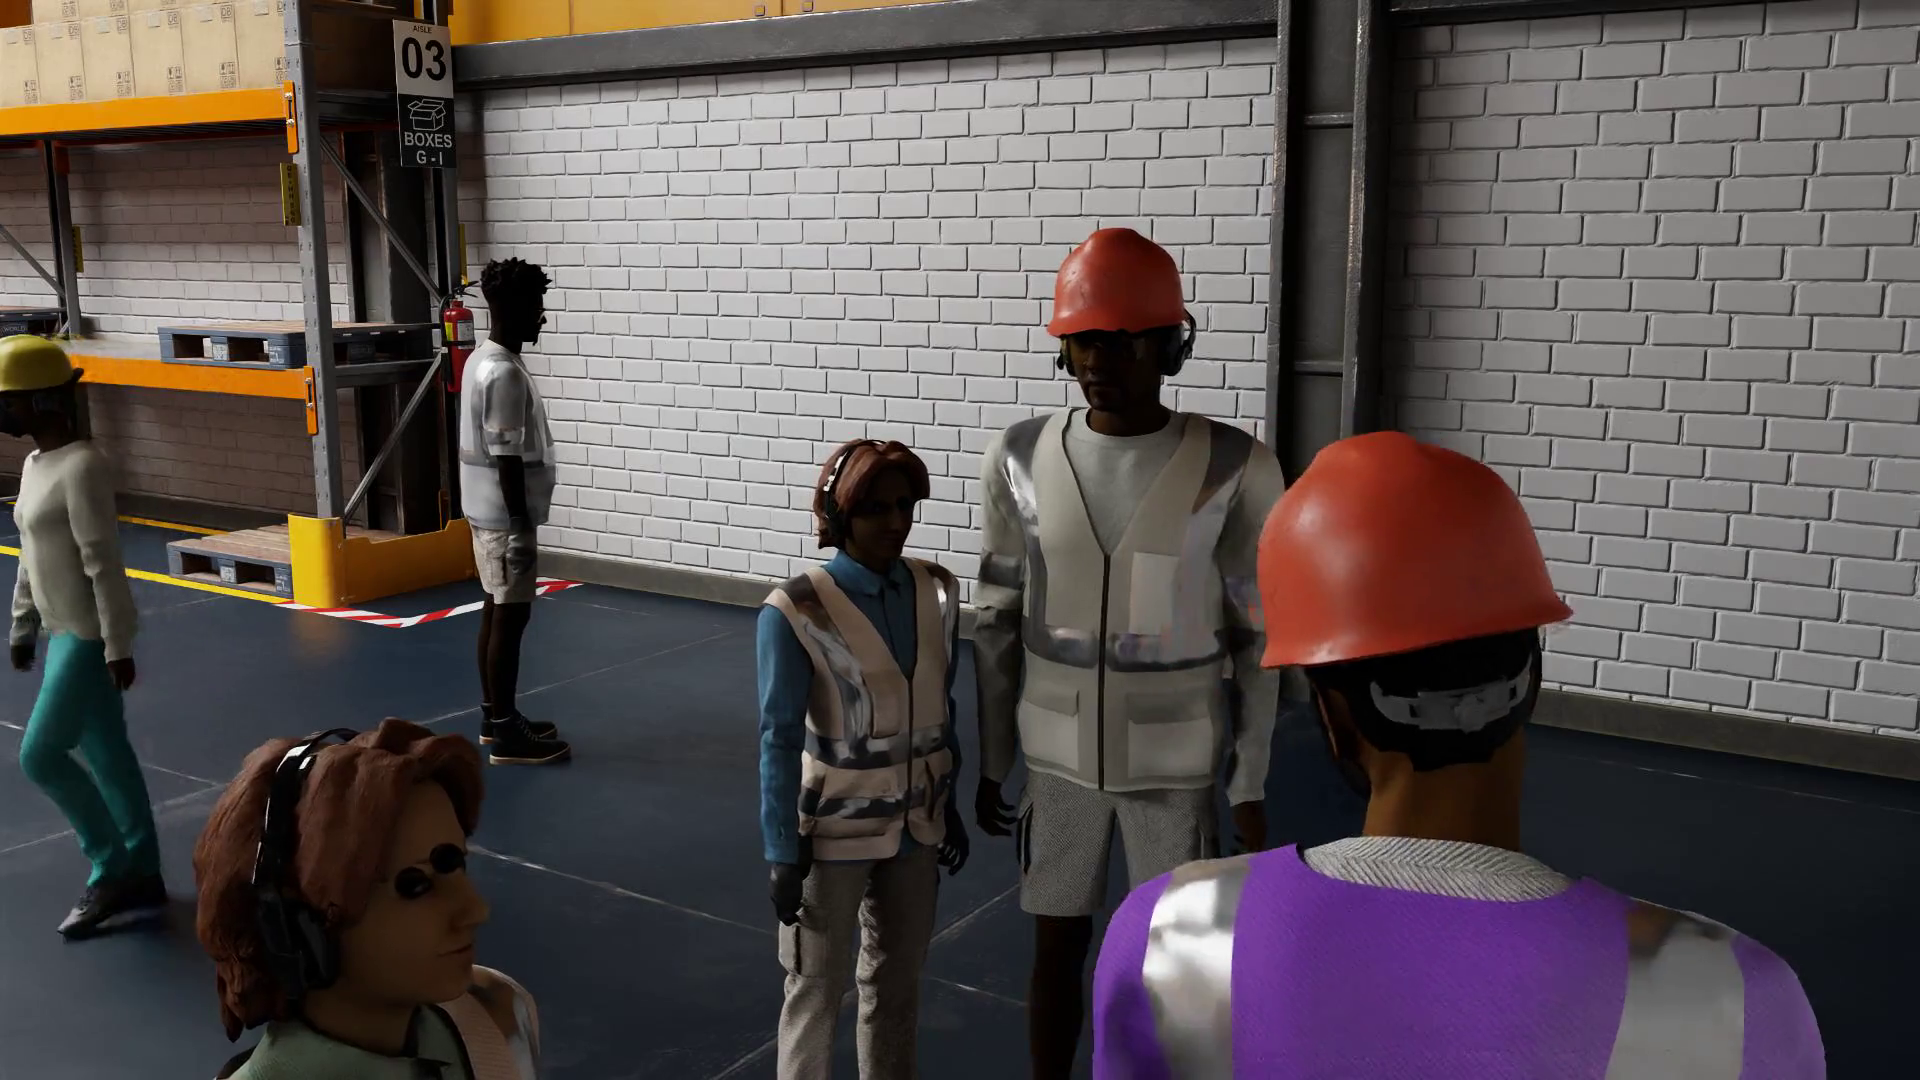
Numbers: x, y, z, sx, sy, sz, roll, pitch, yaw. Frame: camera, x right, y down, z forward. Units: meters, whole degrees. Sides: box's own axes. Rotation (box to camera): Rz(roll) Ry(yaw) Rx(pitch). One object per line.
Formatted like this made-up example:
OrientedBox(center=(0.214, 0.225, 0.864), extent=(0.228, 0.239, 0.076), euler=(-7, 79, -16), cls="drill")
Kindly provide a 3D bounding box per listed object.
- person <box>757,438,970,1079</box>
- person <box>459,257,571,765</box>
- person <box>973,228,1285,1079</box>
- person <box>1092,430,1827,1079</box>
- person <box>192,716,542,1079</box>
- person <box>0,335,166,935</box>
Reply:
OrientedBox(center=(-0.189, 0.607, 3.380), extent=(0.523, 1.638, 0.310), euler=(-10, 14, -43), cls="person")
OrientedBox(center=(-1.736, -0.108, 6.460), extent=(0.374, 1.958, 0.599), euler=(-5, 11, -24), cls="person")
OrientedBox(center=(0.309, 0.426, 3.264), extent=(0.611, 2.042, 0.395), euler=(4, 11, 19), cls="person")
OrientedBox(center=(0.415, 0.847, 1.414), extent=(0.578, 1.860, 1.033), euler=(6, 12, 29), cls="person")
OrientedBox(center=(-0.492, 0.956, 1.436), extent=(0.307, 1.645, 0.511), euler=(3, 11, 14), cls="person")
OrientedBox(center=(-2.611, 0.280, 4.860), extent=(0.485, 1.746, 0.553), euler=(-9, 13, -40), cls="person")
